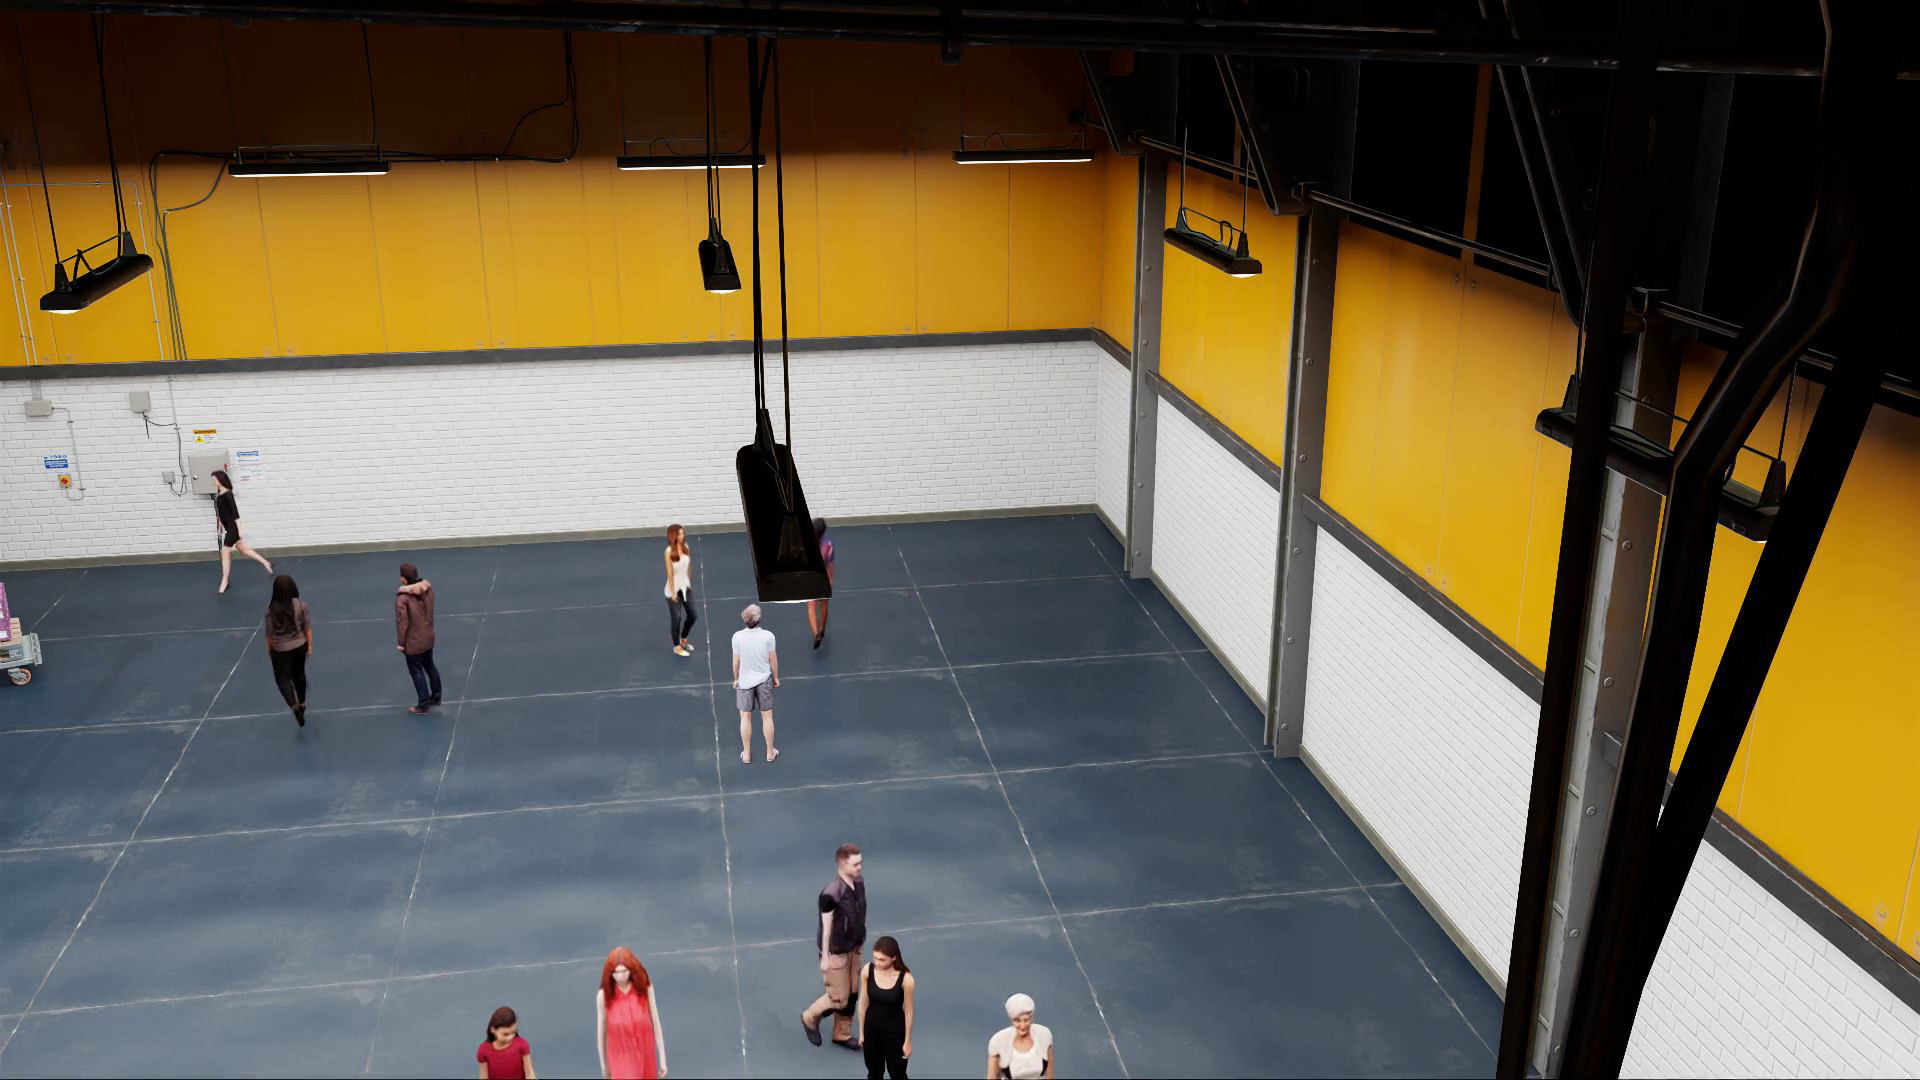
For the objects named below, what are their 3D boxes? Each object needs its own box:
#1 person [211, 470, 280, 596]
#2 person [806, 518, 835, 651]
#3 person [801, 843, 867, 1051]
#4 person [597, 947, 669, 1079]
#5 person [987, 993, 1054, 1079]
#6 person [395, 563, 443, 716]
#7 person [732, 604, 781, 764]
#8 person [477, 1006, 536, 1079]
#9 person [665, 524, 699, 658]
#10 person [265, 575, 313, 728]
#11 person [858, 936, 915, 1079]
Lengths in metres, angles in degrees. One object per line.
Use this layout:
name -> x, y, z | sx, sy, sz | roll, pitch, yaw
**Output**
person -> -10.183, -0.122, 23.517 | 1.003, 1.765, 1.177 | -12, 22, -32
person -> -1.846, 0.571, 21.532 | 0.579, 1.718, 1.063 | -3, 19, -9
person -> -1.034, 3.259, 13.396 | 0.967, 1.817, 0.903 | 13, 23, 35
person -> -2.368, 3.727, 12.034 | 0.728, 1.800, 1.049 | -7, 20, -21
person -> 0.421, 3.898, 11.640 | 0.708, 1.727, 0.958 | -2, 19, -6
person -> -6.395, 1.152, 19.608 | 0.929, 1.845, 0.814 | 7, 20, 21
person -> -2.268, 1.579, 18.362 | 0.680, 1.831, 0.563 | -2, 19, -5
person -> -3.207, 3.935, 11.838 | 0.644, 1.530, 0.940 | -6, 20, -18
person -> -3.669, 0.632, 21.261 | 0.752, 1.776, 0.700 | 14, 23, 36
person -> -7.715, 1.313, 19.176 | 0.934, 1.817, 1.143 | -13, 22, -33
person -> -0.545, 3.673, 12.376 | 0.680, 1.683, 0.703 | 6, 20, 19
